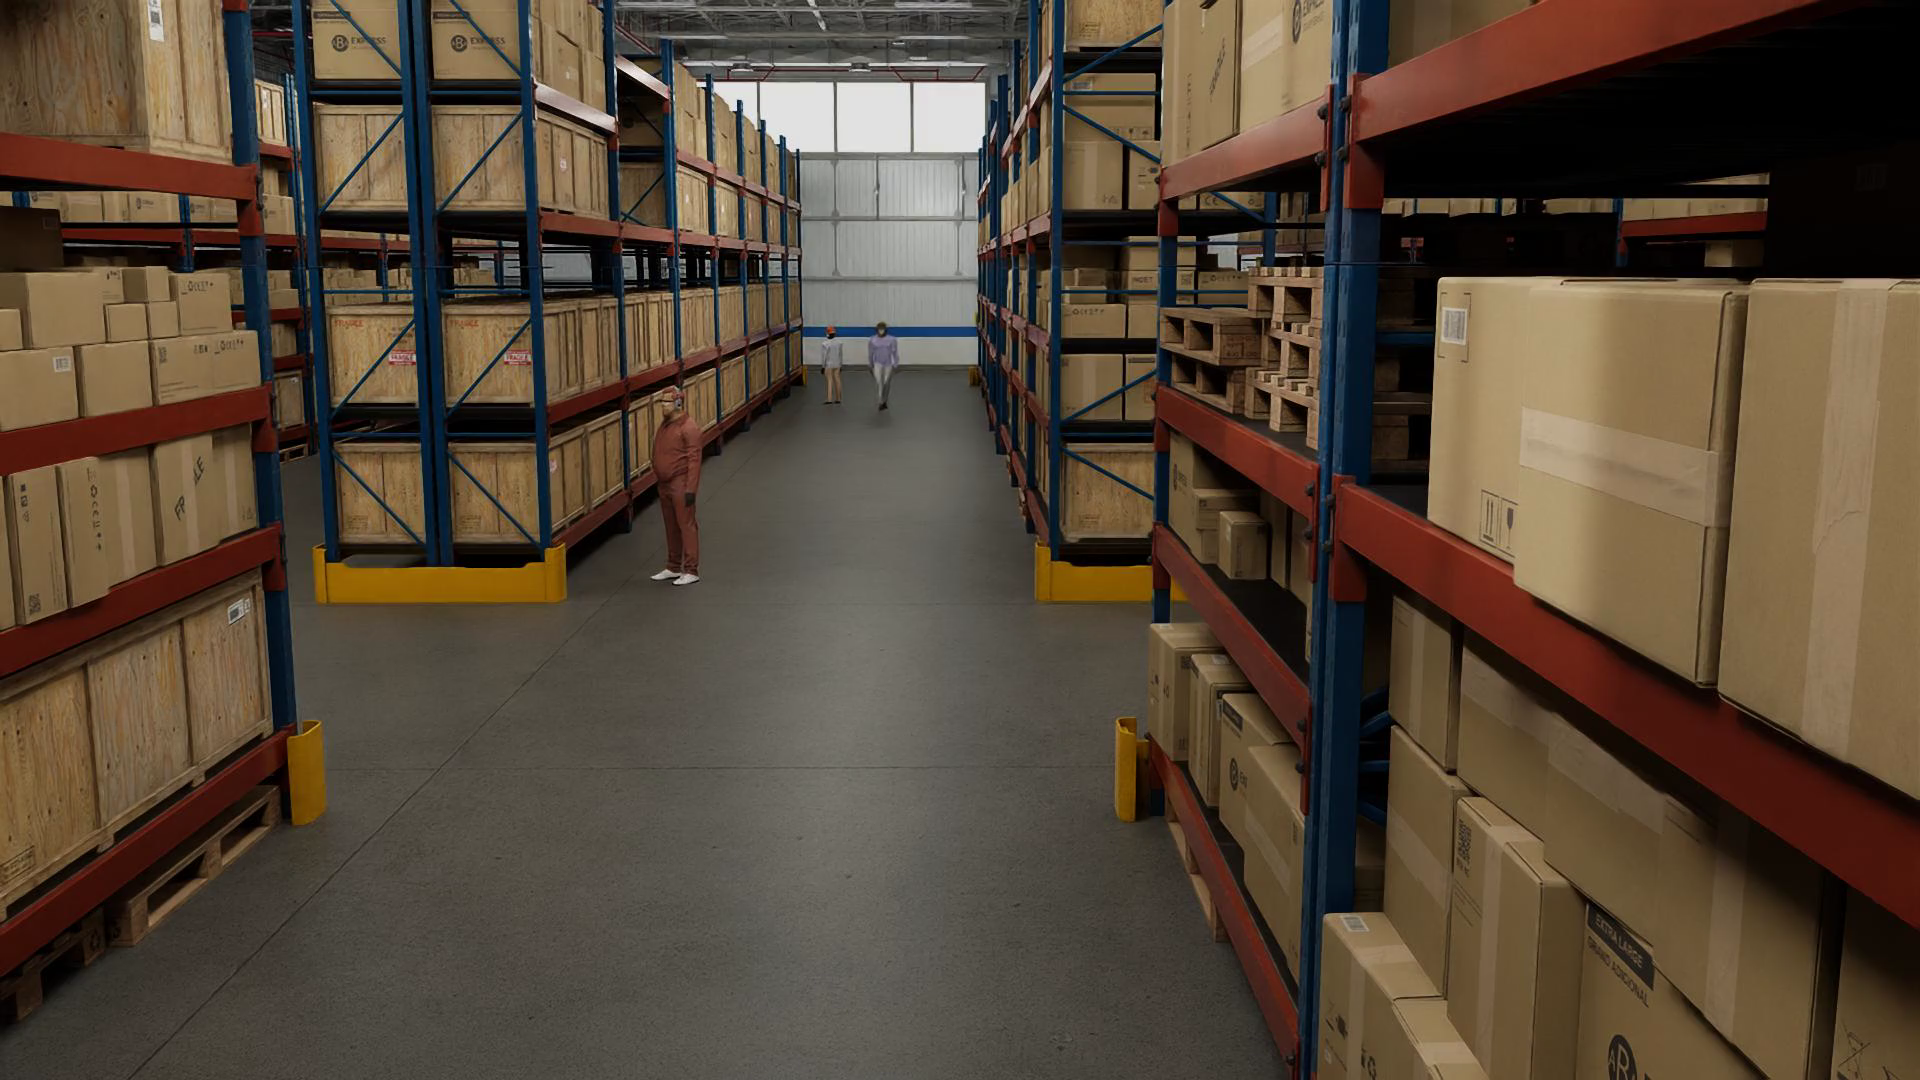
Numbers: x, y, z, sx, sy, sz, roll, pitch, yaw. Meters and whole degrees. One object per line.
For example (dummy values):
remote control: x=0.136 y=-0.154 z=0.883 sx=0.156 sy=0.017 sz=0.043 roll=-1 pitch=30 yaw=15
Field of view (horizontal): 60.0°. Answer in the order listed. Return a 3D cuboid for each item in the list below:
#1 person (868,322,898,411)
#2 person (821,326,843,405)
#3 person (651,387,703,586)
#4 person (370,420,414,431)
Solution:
person: x=-1.669 y=-3.753 z=35.861 sx=0.630 sy=1.908 sz=0.939 roll=-1 pitch=9 yaw=-8
person: x=-2.877 y=-3.899 z=37.205 sx=0.560 sy=1.753 sz=0.327 roll=-8 pitch=12 yaw=-40
person: x=-2.747 y=-0.522 z=16.031 sx=0.407 sy=1.910 sz=0.639 roll=-8 pitch=12 yaw=-40
person: x=-7.905 y=-1.686 z=23.189 sx=0.638 sy=1.904 sz=0.402 roll=-5 pitch=10 yaw=-27
